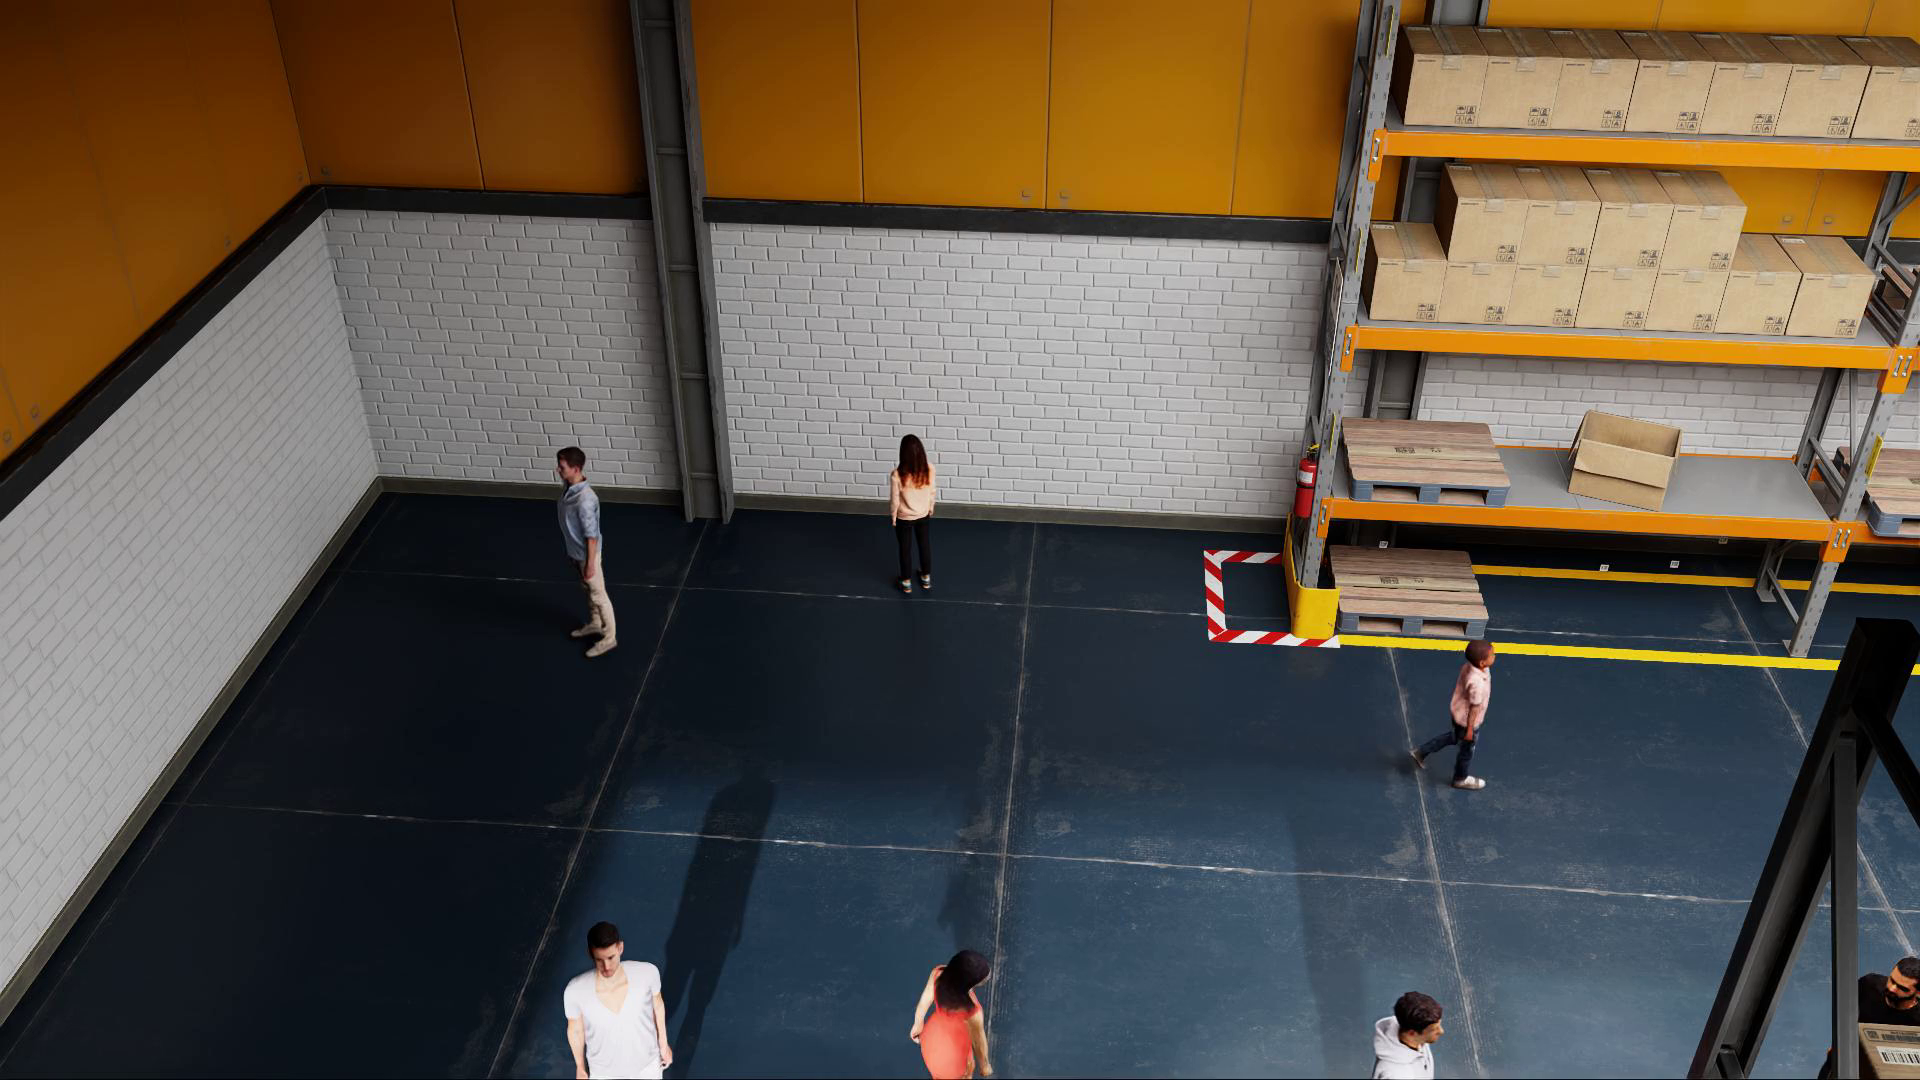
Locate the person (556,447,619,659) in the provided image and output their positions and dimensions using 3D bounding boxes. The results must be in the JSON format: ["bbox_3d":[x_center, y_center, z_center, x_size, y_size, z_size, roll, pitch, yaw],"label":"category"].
[{"bbox_3d":[-2.975,0.072,13.218,0.753,1.848,0.734,-18,37,-25],"label":"person"}]

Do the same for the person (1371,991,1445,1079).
[{"bbox_3d":[2.234,3.043,8.675,0.621,1.929,0.713,7,34,11],"label":"person"}]

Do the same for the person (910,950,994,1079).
[{"bbox_3d":[-0.122,2.844,9.193,0.984,1.684,0.905,-25,41,-33],"label":"person"}]

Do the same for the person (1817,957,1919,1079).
[{"bbox_3d":[5.012,2.887,9.089,1.134,1.730,1.016,-19,38,-26],"label":"person"}]

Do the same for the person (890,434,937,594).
[{"bbox_3d":[-0.399,-0.227,13.996,0.601,1.484,0.698,-16,37,-23],"label":"person"}]

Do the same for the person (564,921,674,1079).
[{"bbox_3d":[-1.850,2.791,9.120,0.667,1.855,0.823,-11,35,-17],"label":"person"}]

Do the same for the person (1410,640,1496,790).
[{"bbox_3d":[3.573,1.247,11.945,0.768,1.299,0.505,4,34,6],"label":"person"}]
